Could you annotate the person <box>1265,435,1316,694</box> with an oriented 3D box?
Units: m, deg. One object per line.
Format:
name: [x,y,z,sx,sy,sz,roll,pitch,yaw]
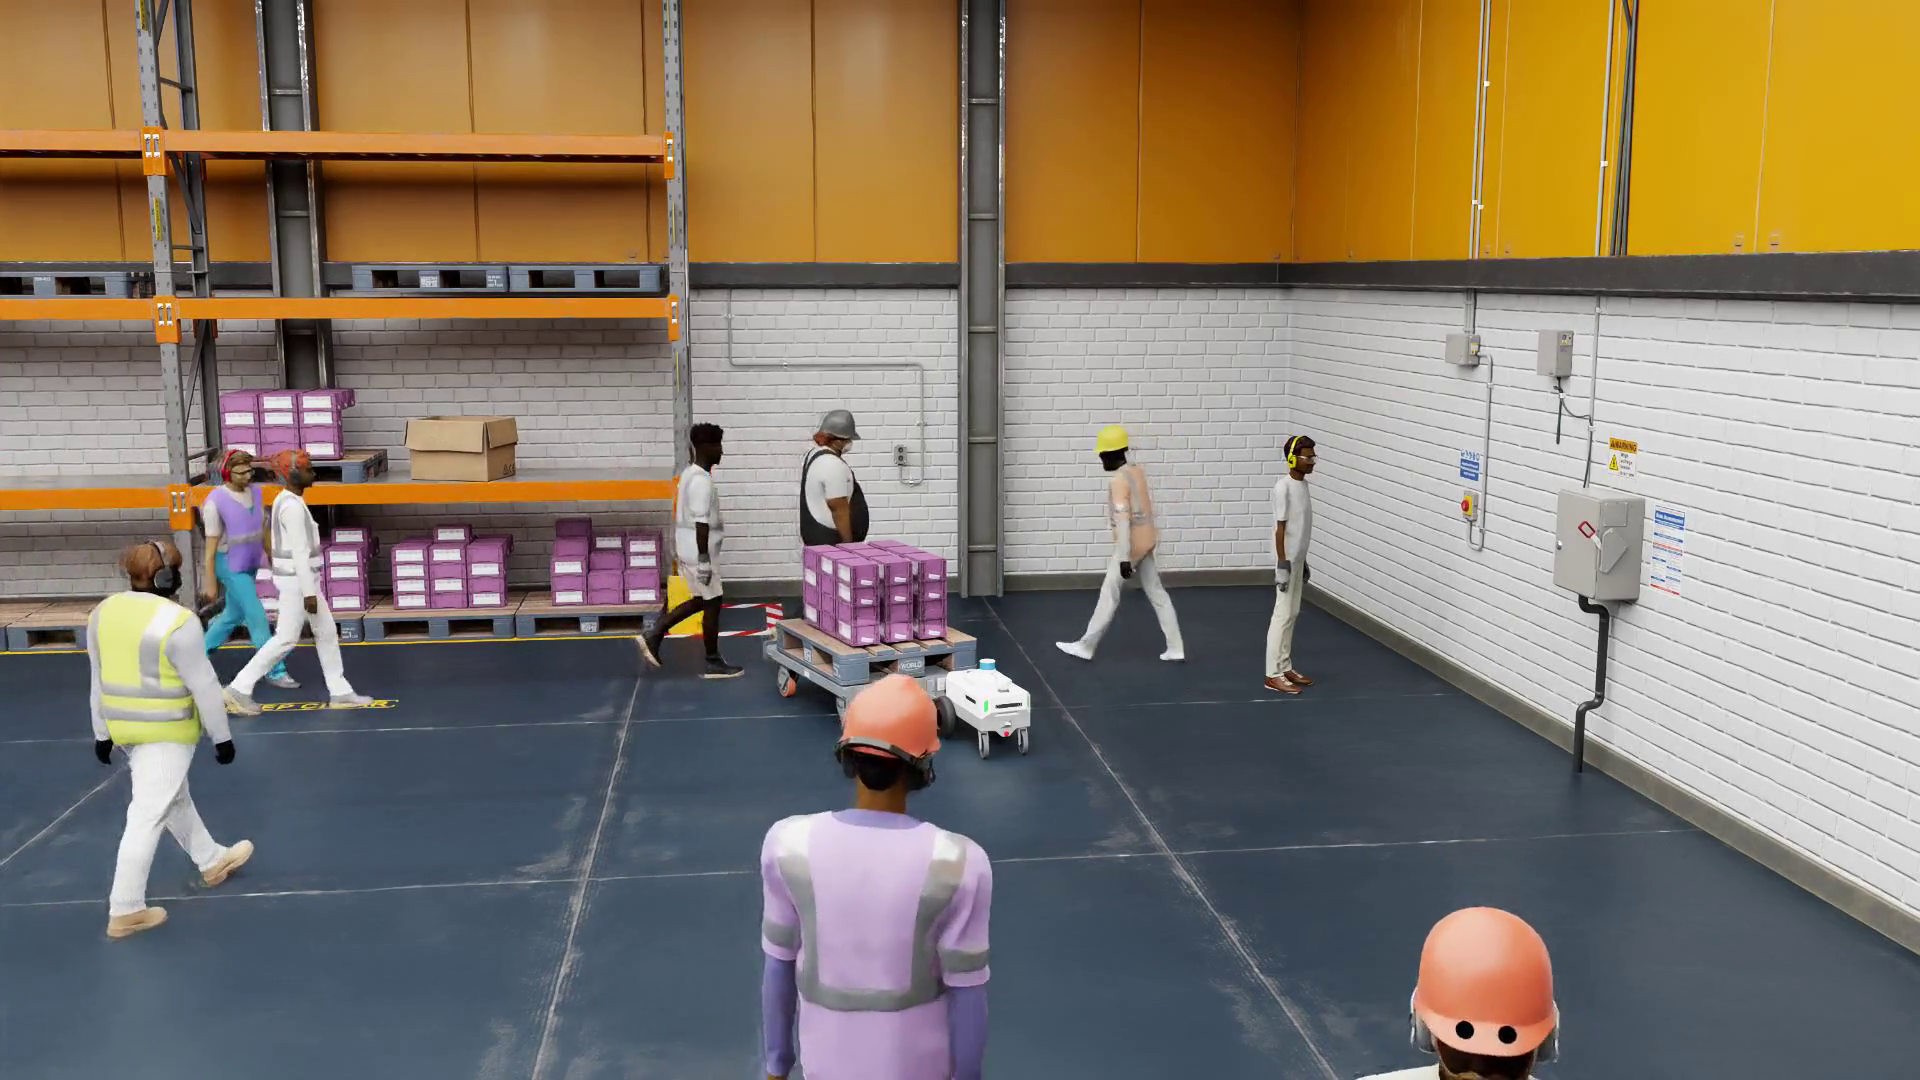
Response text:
person: [2.429,0.166,12.119,0.317,1.870,0.523,5,11,30]

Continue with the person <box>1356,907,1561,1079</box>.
person: [0.941,1.576,3.033,0.618,1.974,0.817,3,10,18]

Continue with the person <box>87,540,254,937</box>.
person: [-3.734,0.888,7.867,0.659,1.788,0.970,4,10,25]

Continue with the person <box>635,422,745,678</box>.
person: [-2.023,0.087,12.396,0.711,1.947,0.614,-3,9,-16]

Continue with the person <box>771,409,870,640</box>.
person: [-1.083,-0.049,12.926,0.770,2.000,0.696,-2,9,-15]

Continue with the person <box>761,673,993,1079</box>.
person: [-0.227,1.351,4.263,0.619,2.017,0.692,1,9,7]

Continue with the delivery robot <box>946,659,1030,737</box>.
delivery robot: [0.176,1.007,10.664,0.477,0.478,0.707,-3,10,-21]

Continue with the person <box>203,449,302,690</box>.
person: [-5.297,0.212,12.098,0.903,1.793,0.649,1,9,9]

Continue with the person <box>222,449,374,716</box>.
person: [-4.603,0.296,11.409,0.935,1.854,0.581,-3,10,-19]

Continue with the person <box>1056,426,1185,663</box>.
person: [1.278,0.049,12.888,1.019,1.853,0.683,4,10,23]
